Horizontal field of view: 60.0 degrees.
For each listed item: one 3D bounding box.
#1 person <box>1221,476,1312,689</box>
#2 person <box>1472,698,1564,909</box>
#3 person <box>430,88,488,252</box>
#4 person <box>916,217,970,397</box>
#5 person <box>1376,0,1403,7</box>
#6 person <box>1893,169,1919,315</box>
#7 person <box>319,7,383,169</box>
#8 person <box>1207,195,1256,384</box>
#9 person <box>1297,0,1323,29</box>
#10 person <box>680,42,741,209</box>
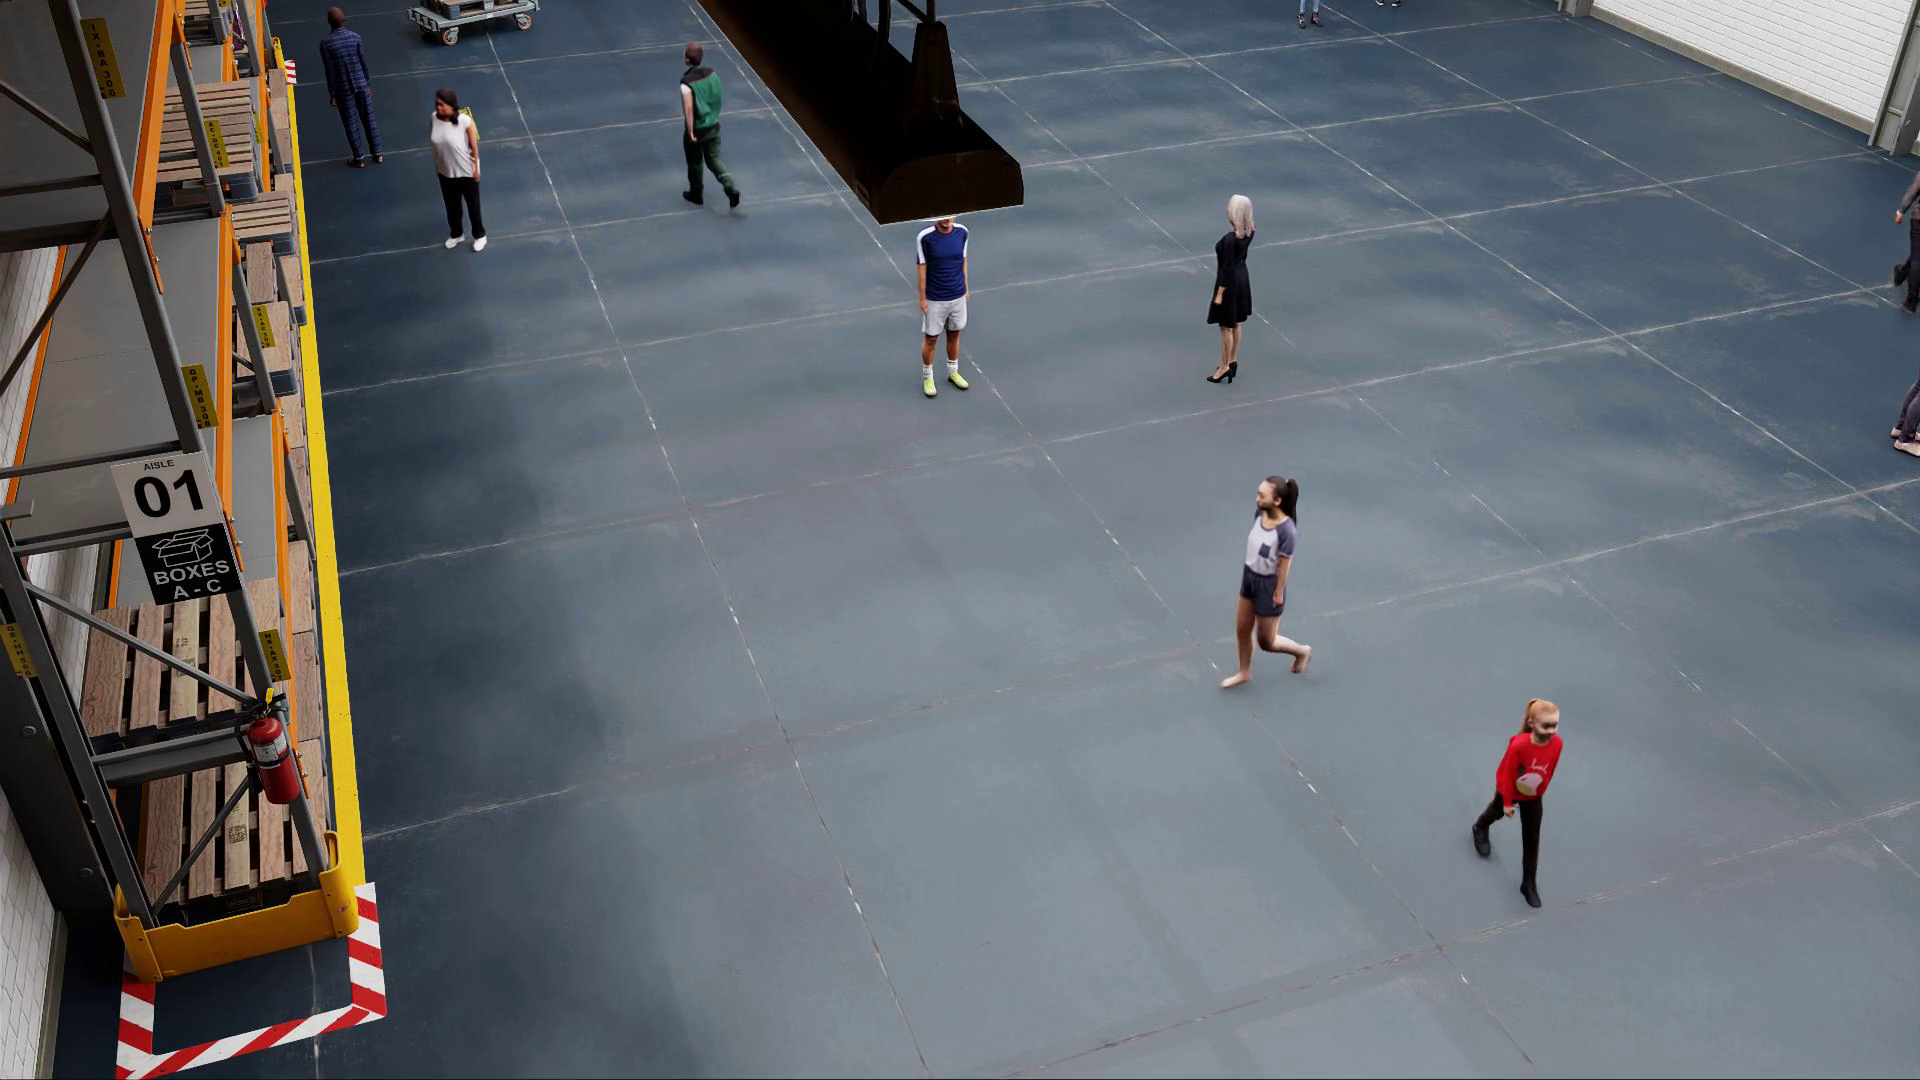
[{"bbox_3d":[2.080,0.299,10.944,0.664,1.635,0.765,-12,36,-18],"label":"person"},{"bbox_3d":[3.206,1.417,9.610,0.671,1.251,0.983,-2,34,-4],"label":"person"},{"bbox_3d":[-5.168,-3.818,17.092,0.763,1.687,0.802,9,35,14],"label":"person"},{"bbox_3d":[-0.146,-2.151,14.447,0.659,1.839,0.591,-16,37,-23],"label":"person"},{"bbox_3d":[6.422,-8.792,24.496,0.691,1.774,0.713,9,35,14],"label":"person"},{"bbox_3d":[9.236,-2.994,15.809,0.998,1.734,1.179,0,34,0],"label":"person"},{"bbox_3d":[-6.972,-5.190,19.037,0.741,1.819,0.726,-25,41,-33],"label":"person"},{"bbox_3d":[2.378,-2.207,14.614,0.746,1.746,0.706,20,38,27],"label":"person"},{"bbox_3d":[5.084,-8.187,23.636,0.590,1.719,0.532,-9,35,-13],"label":"person"},{"bbox_3d":[-2.720,-4.424,17.883,1.158,1.820,0.929,29,43,36],"label":"person"}]
